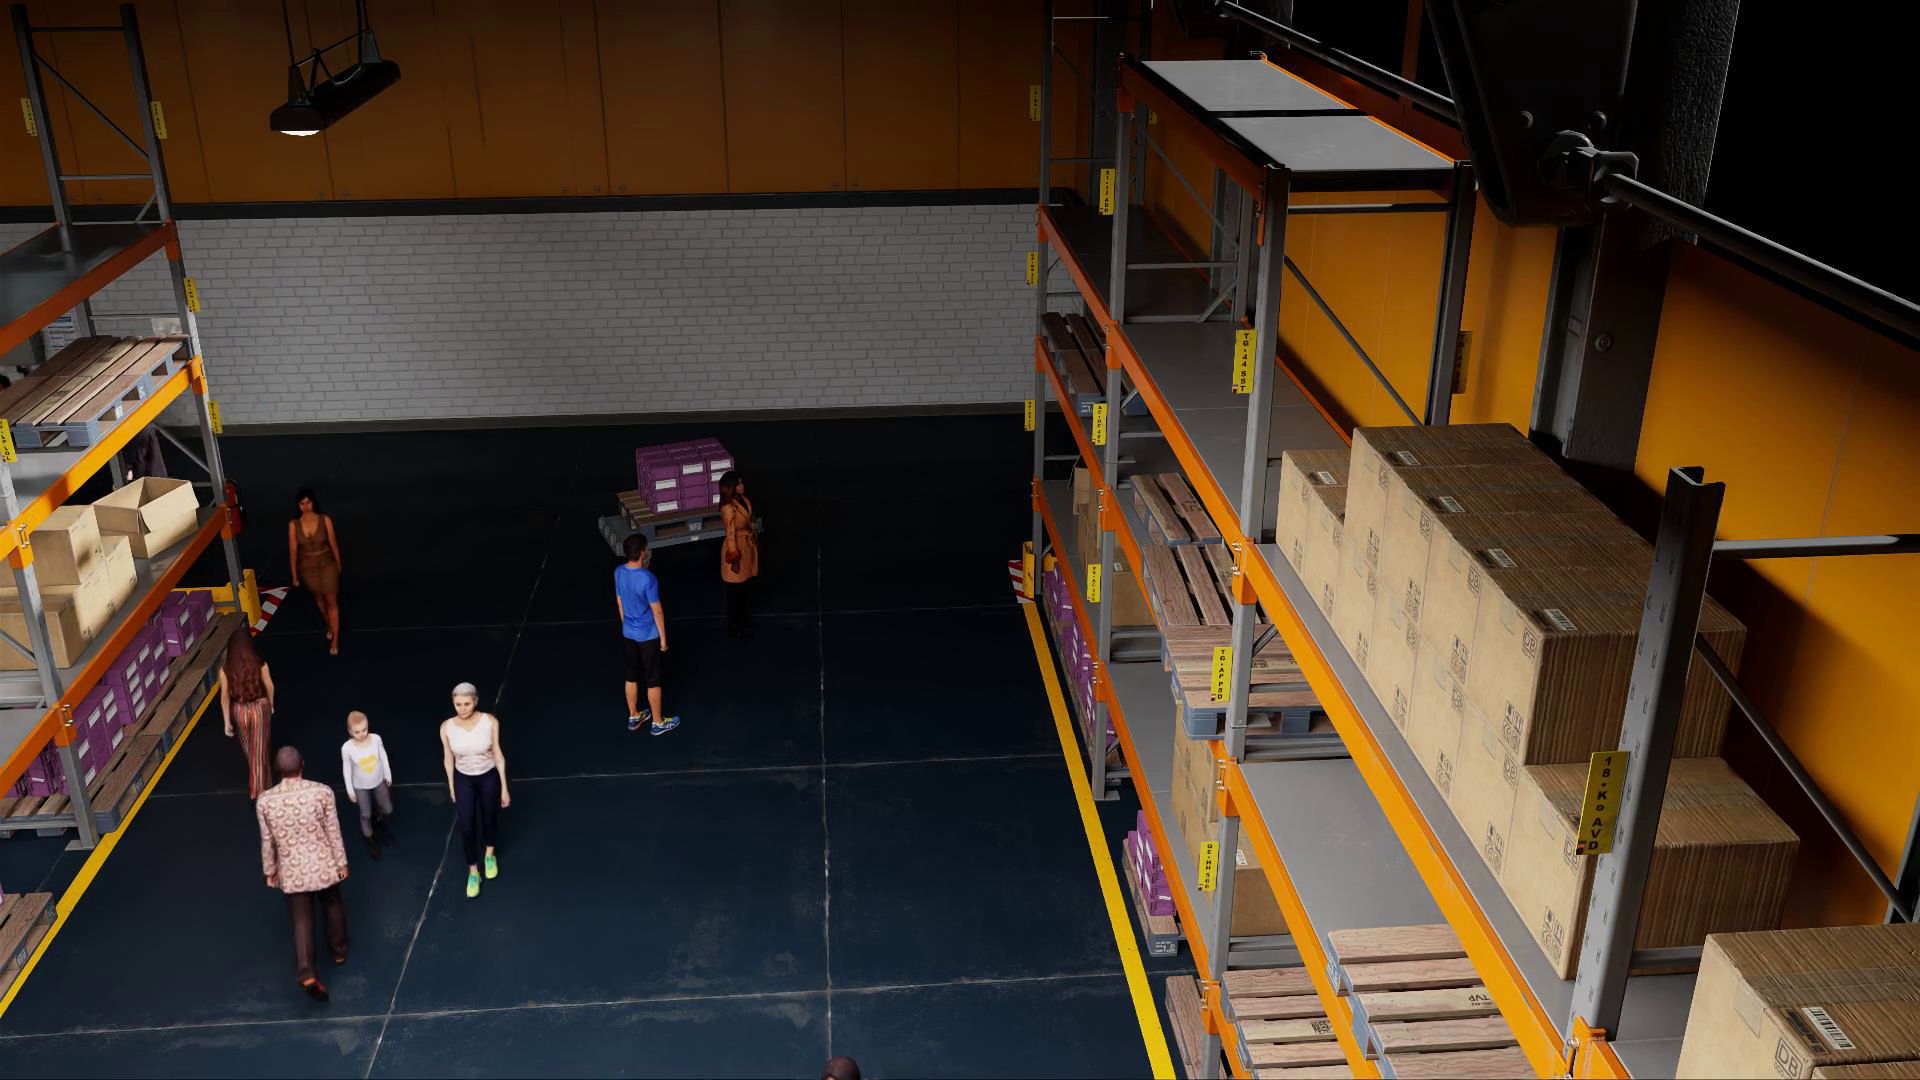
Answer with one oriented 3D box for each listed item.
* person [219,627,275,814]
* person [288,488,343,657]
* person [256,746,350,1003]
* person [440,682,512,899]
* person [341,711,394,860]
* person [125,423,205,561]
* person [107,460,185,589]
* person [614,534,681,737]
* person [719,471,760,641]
[{"bbox_3d":[-5.740,1.479,13.474,0.651,1.525,1.037,-6,24,-14],"label":"person"},{"bbox_3d":[-6.206,0.261,16.099,0.670,1.653,1.051,-6,24,-13],"label":"person"},{"bbox_3d":[-4.426,2.294,11.304,0.876,1.769,1.178,-7,25,-16],"label":"person"},{"bbox_3d":[-3.637,1.786,12.569,0.682,1.686,0.817,-7,25,-16],"label":"person"},{"bbox_3d":[-4.618,1.861,12.919,0.635,1.268,0.684,-16,28,-32],"label":"person"},{"bbox_3d":[-8.529,-0.600,17.770,1.060,1.892,1.209,-11,26,-23],"label":"person"},{"bbox_3d":[-8.561,-0.064,17.013,0.990,1.516,1.057,18,29,35],"label":"person"},{"bbox_3d":[-2.792,0.822,14.546,0.704,1.869,0.730,12,26,26],"label":"person"},{"bbox_3d":[-2.173,0.132,16.310,0.824,1.720,0.650,5,24,12],"label":"person"}]
